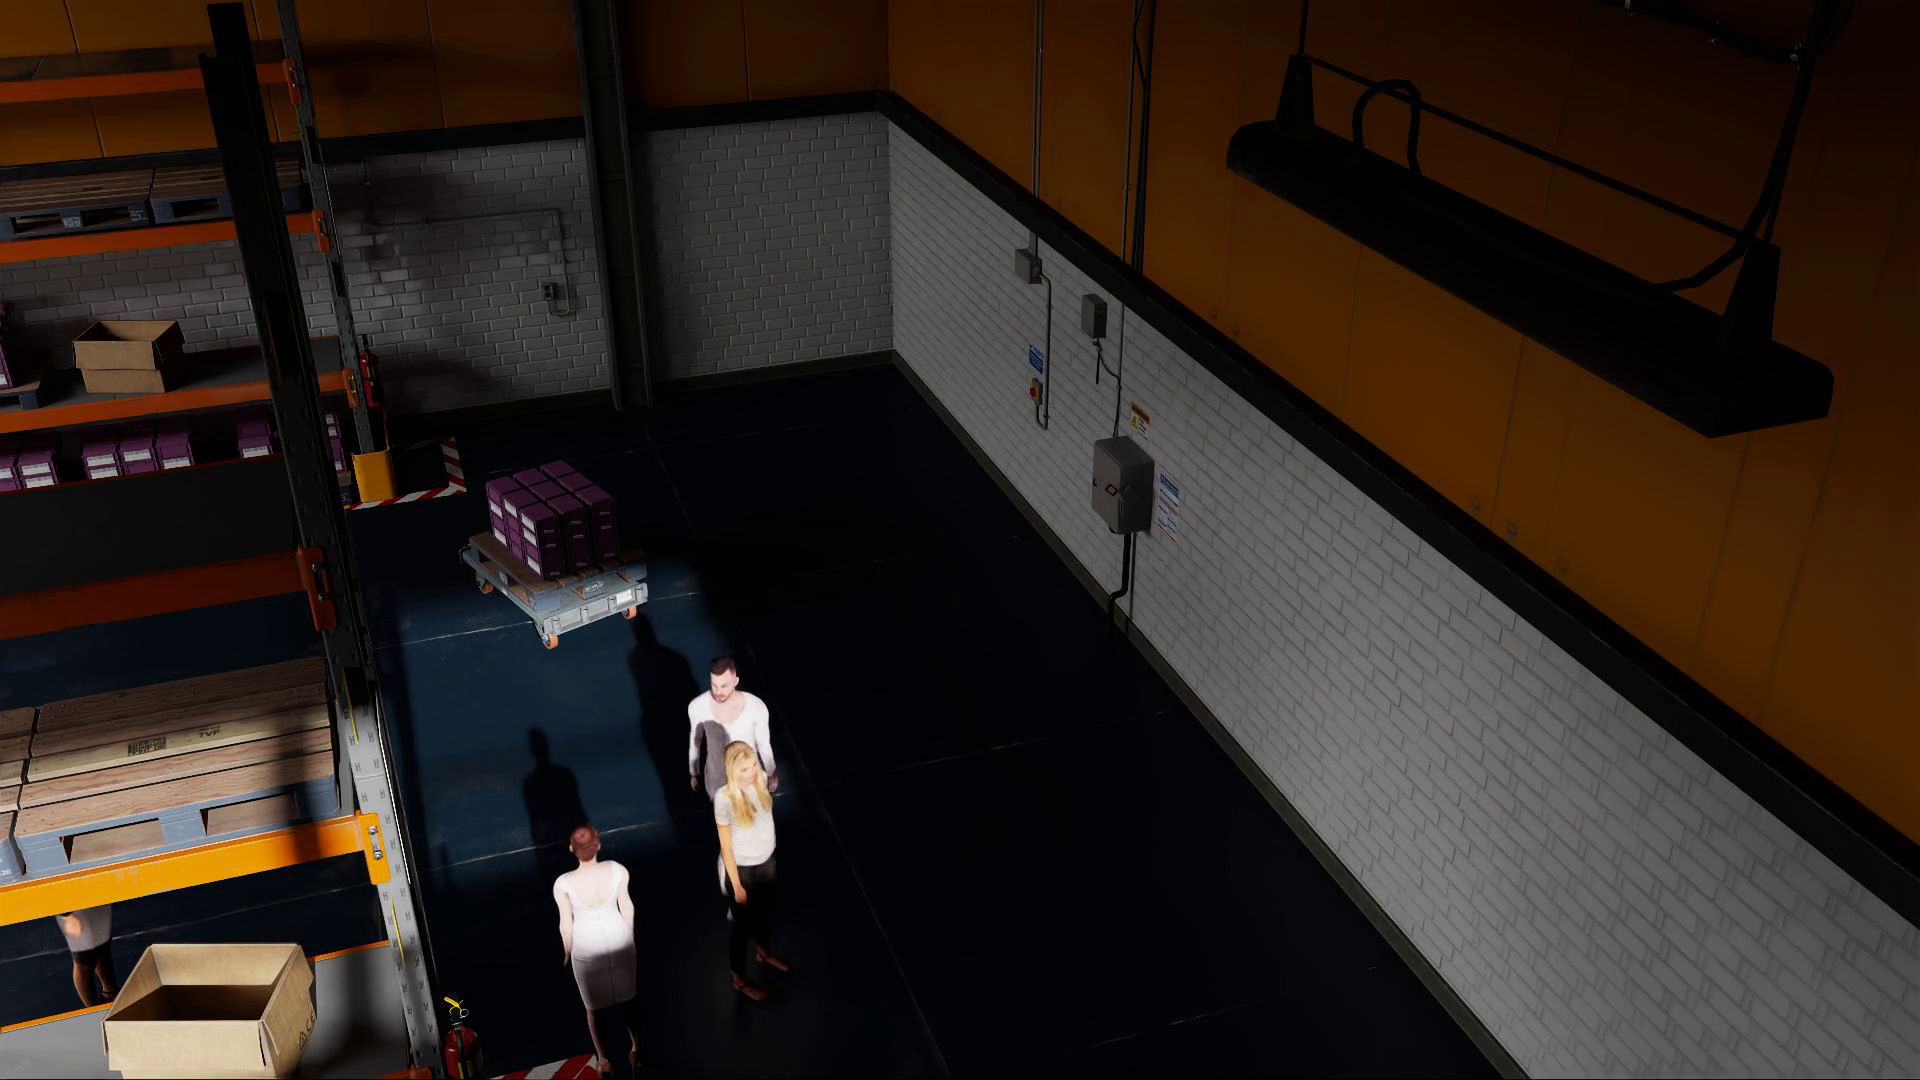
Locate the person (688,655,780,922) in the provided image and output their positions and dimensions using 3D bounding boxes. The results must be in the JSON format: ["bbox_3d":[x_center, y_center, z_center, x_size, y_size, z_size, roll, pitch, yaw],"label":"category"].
[{"bbox_3d":[-1.428,1.455,10.578,1.178,1.810,1.119,5,29,8],"label":"person"}]

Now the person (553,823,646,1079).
[{"bbox_3d":[-1.964,2.263,9.115,0.412,1.791,0.615,-10,30,-17],"label":"person"}]

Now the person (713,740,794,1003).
[{"bbox_3d":[-1.274,1.899,9.756,0.749,1.816,0.658,16,32,27],"label":"person"}]
